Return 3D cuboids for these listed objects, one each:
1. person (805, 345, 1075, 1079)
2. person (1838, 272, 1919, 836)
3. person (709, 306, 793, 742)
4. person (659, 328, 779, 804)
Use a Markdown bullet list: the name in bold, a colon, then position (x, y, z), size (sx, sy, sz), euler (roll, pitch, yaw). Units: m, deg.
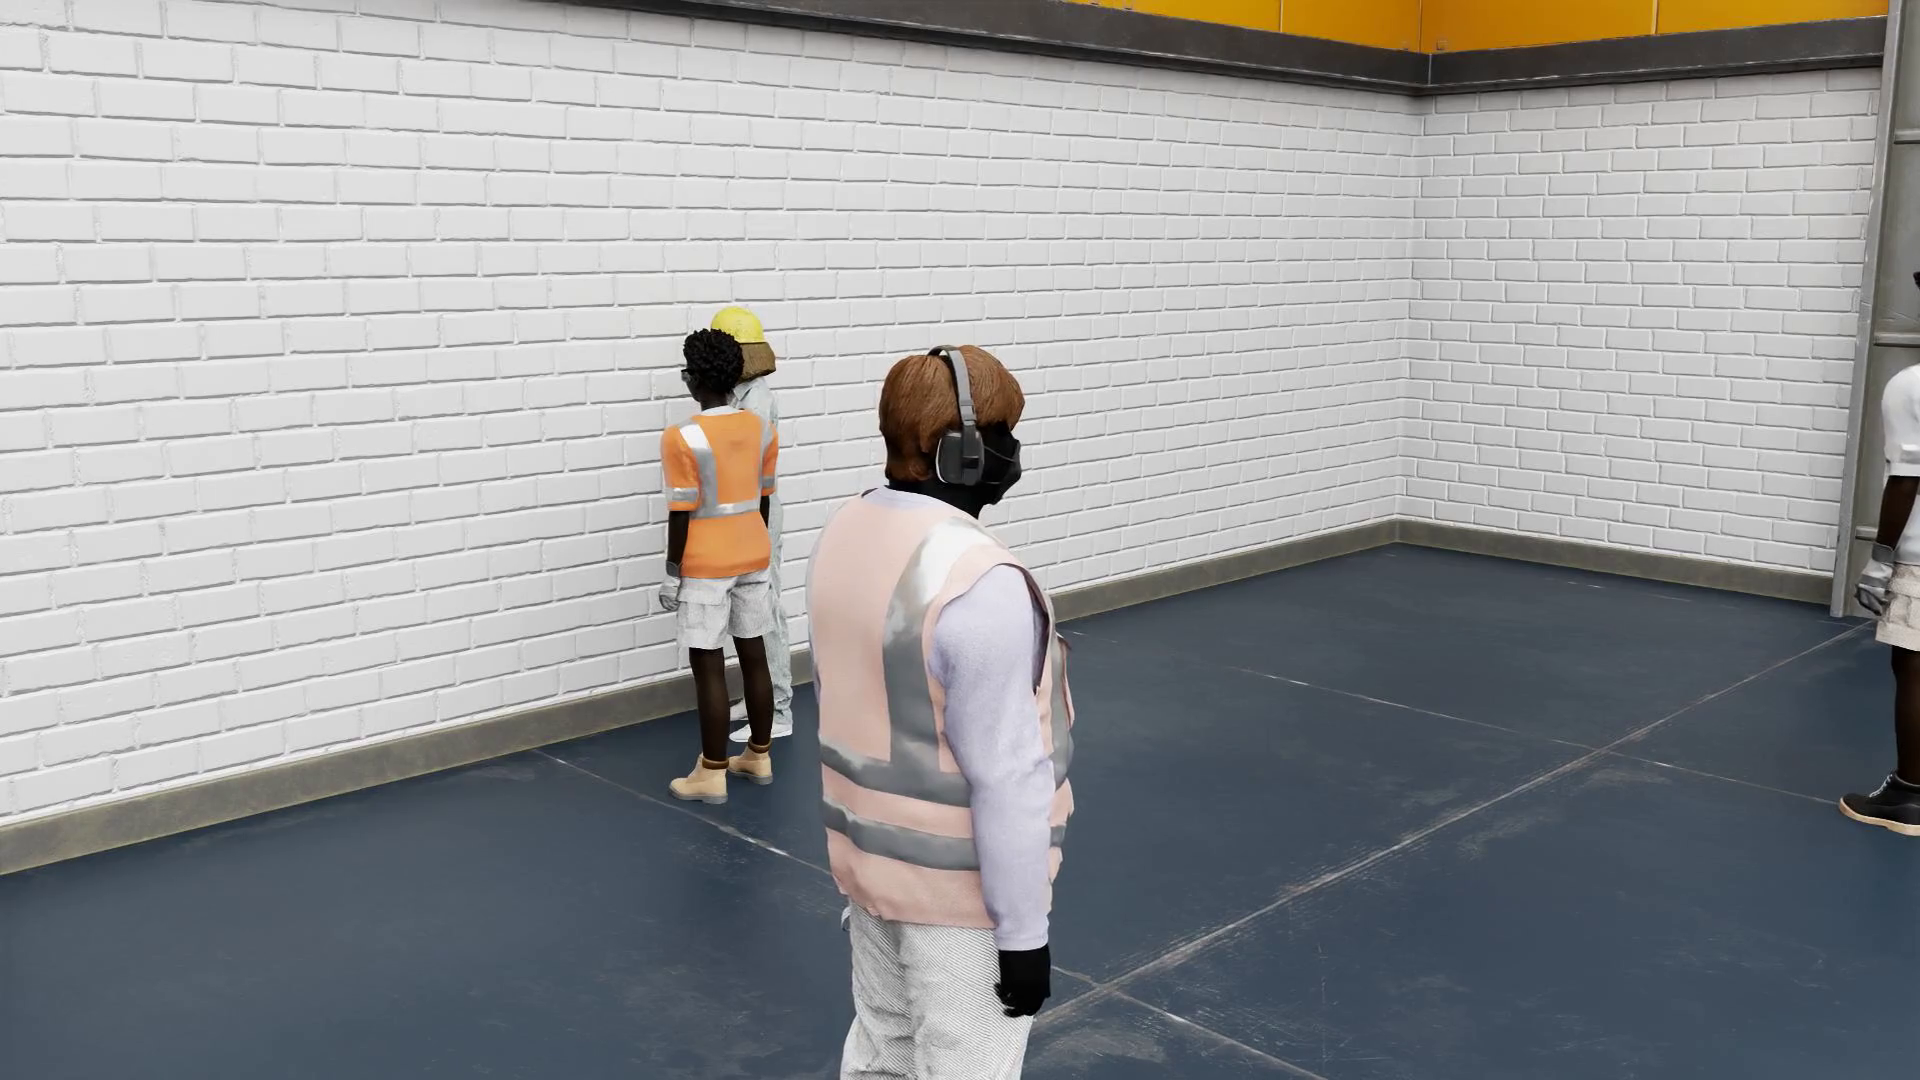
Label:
- **person**: position (-0.018, 0.585, 2.899), size (0.429, 1.843, 0.628), euler (-6, 12, -30)
- **person**: position (3.314, 0.025, 5.625), size (0.603, 1.962, 0.372), euler (-3, 11, -17)
- **person**: position (-0.864, -0.062, 6.694), size (0.324, 1.743, 0.490), euler (-3, 11, -16)
- **person**: position (-0.866, 0.094, 5.970), size (0.319, 1.696, 0.532), euler (7, 13, 35)
